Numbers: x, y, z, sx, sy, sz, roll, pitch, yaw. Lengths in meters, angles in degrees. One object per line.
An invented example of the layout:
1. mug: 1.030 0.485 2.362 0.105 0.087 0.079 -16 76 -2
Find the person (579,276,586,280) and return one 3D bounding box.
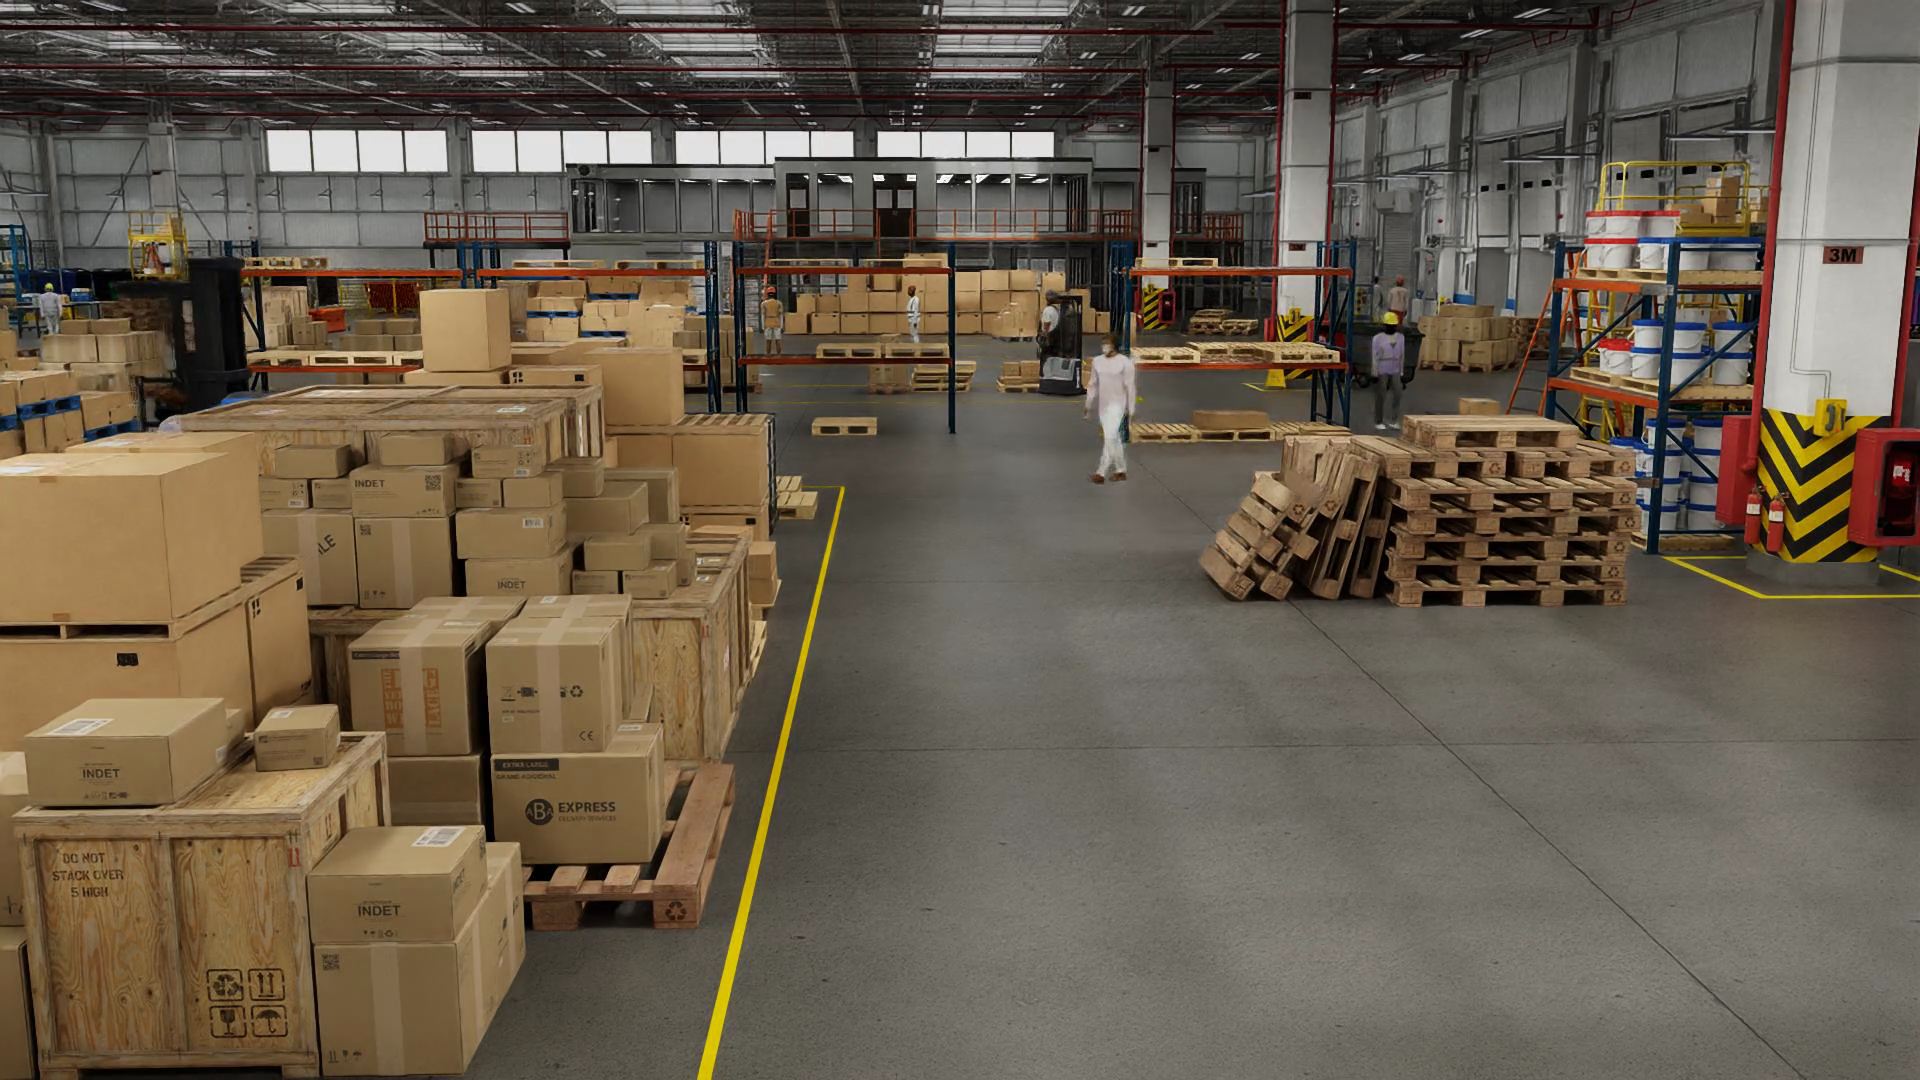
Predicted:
1. person: -13.223 -8.380 58.297 0.378 1.932 0.551 8 13 37

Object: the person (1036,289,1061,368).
1. person: 1.921 -4.350 35.555 0.560 2.000 0.699 7 12 34

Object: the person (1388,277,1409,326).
1. person: 13.495 -7.129 51.247 0.622 1.967 0.817 2 10 13

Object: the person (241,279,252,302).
1. person: -25.513 -8.477 59.489 0.493 1.709 0.860 -1 10 -6

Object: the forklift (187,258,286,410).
1. forklift: -9.352 -2.185 21.153 1.873 2.768 1.129 0 10 -2

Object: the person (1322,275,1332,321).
1. person: 12.569 -8.072 56.618 0.584 1.929 0.609 -1 10 -6

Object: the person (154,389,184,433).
1. person: -6.631 -0.360 14.021 0.433 1.804 0.720 -2 10 -11

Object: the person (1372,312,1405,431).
1. person: 6.922 -2.690 26.692 0.609 1.900 0.731 -3 11 -15

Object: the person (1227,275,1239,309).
1. person: 12.346 -11.303 74.987 0.432 1.807 0.697 -8 13 -39

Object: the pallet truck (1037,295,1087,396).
1. pallet truck: 2.483 -3.881 33.060 1.885 1.965 0.823 -7 13 -36

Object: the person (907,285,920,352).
1. person: -1.242 -5.829 44.269 0.352 1.878 0.568 -4 11 -19

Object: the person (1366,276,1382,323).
1. person: 14.184 -8.089 56.923 0.497 1.851 0.439 -5 12 -28

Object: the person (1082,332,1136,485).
1. person: 1.823 -1.639 20.839 0.973 1.893 0.630 -9 14 -42

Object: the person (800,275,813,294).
1. person: -5.199 -8.027 56.419 0.398 1.909 0.599 8 13 37

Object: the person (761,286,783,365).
1. person: -4.634 -5.288 41.085 0.543 1.932 0.365 -1 10 -8

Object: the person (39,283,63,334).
1. person: -26.906 -6.705 49.283 0.624 1.815 0.459 -2 10 -14
